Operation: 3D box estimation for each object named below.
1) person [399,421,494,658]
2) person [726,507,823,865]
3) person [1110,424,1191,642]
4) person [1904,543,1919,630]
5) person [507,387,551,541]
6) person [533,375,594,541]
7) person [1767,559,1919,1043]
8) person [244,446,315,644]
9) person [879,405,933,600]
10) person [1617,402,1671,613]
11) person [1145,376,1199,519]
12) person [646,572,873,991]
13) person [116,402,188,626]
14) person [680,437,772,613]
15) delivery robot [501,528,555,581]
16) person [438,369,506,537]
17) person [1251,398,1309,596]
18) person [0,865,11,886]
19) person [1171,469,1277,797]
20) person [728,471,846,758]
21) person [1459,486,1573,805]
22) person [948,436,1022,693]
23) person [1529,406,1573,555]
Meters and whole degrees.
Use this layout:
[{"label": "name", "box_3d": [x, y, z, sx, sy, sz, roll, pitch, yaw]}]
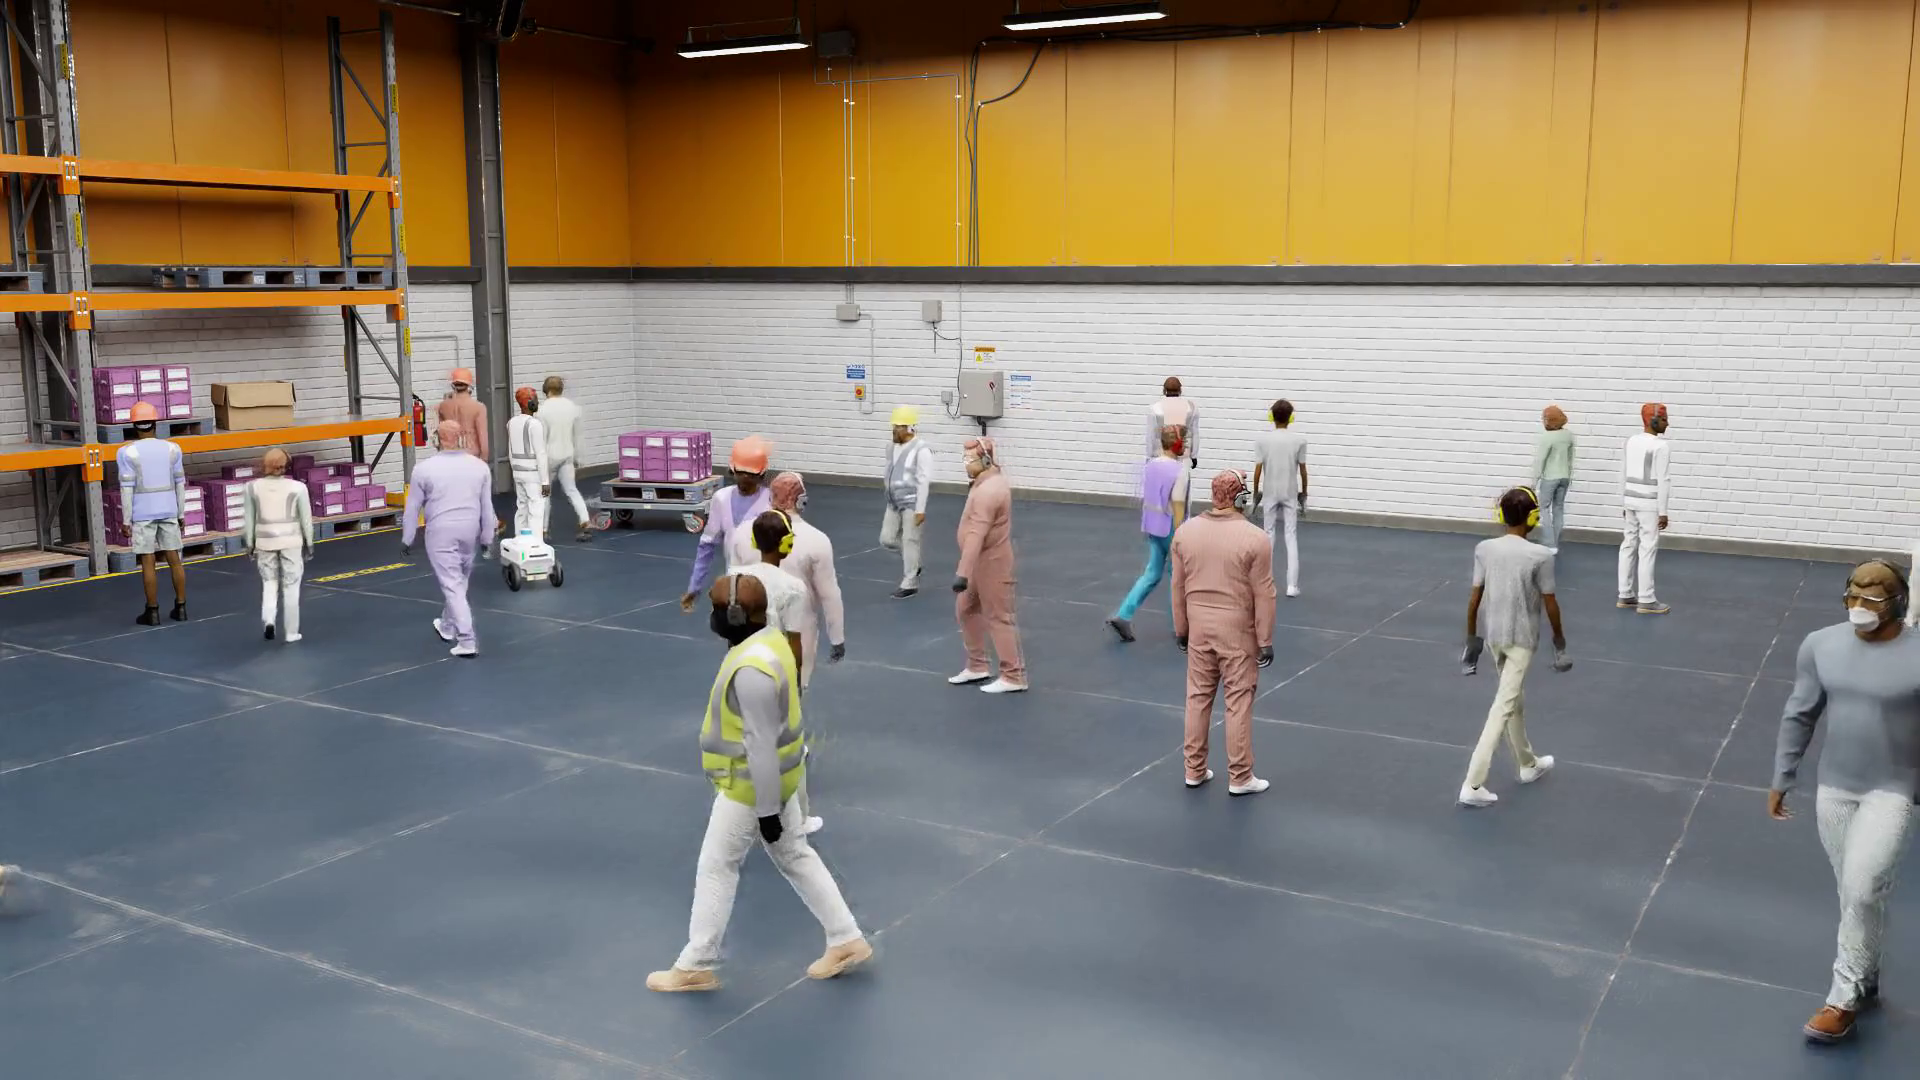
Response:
[{"label": "person", "box_3d": [-4.124, -0.025, 13.324, 0.667, 1.852, 0.981, -9, 12, -43]}, {"label": "person", "box_3d": [-1.037, 0.747, 8.623, 0.527, 1.838, 0.928, 3, 10, 21]}, {"label": "person", "box_3d": [1.661, -0.054, 13.670, 0.874, 1.813, 0.579, -5, 10, -26]}, {"label": "person", "box_3d": [6.076, 0.545, 10.215, 0.921, 1.723, 0.519, -4, 10, -24]}, {"label": "person", "box_3d": [-4.381, -0.622, 16.990, 0.576, 1.885, 0.355, 8, 12, 42]}, {"label": "person", "box_3d": [-4.524, -0.927, 18.878, 0.961, 1.901, 0.640, 7, 12, 38]}, {"label": "person", "box_3d": [3.540, 1.027, 6.617, 0.816, 1.907, 0.662, -5, 11, -31]}, {"label": "person", "box_3d": [-5.554, 0.048, 13.606, 0.534, 1.623, 0.370, -1, 9, -7]}, {"label": "person", "box_3d": [-0.506, -0.348, 15.474, 0.422, 1.817, 0.614, -8, 12, -42]}, {"label": "person", "box_3d": [6.152, -0.292, 14.936, 0.358, 1.881, 0.574, -3, 9, -16]}, {"label": "person", "box_3d": [2.468, -0.985, 19.396, 0.634, 1.839, 0.429, -1, 9, -4]}, {"label": "person", "box_3d": [-0.822, 1.021, 7.058, 0.942, 1.801, 0.623, 0, 9, 2]}, {"label": "person", "box_3d": [-6.982, -0.225, 14.366, 0.382, 1.930, 0.547, 8, 12, 41]}, {"label": "person", "box_3d": [-1.405, 0.332, 10.655, 0.715, 2.000, 0.639, 7, 11, 37]}, {"label": "delivery robot", "box_3d": [-4.200, 0.127, 16.134, 0.477, 0.478, 0.707, -7, 12, -31]}, {"label": "person", "box_3d": [-5.561, -0.963, 18.898, 0.647, 1.954, 0.900, 2, 9, 12]}, {"label": "person", "box_3d": [3.015, -0.401, 15.660, 0.533, 1.868, 0.306, 1, 9, 9]}, {"label": "person", "box_3d": [-4.871, 0.986, 7.627, 0.752, 1.670, 0.533, -5, 11, -31]}, {"label": "person", "box_3d": [1.555, 0.533, 9.717, 0.652, 1.906, 0.403, 7, 11, 37]}, {"label": "person", "box_3d": [-0.964, 0.522, 9.853, 0.683, 1.872, 0.866, 4, 10, 24]}, {"label": "person", "box_3d": [3.211, 0.597, 9.608, 0.996, 1.817, 0.515, -6, 11, -32]}, {"label": "person", "box_3d": [0.147, 0.184, 12.007, 0.694, 1.871, 0.667, 0, 9, 1]}, {"label": "person", "box_3d": [6.393, -0.629, 17.870, 0.545, 1.622, 0.342, -5, 10, -29]}]
